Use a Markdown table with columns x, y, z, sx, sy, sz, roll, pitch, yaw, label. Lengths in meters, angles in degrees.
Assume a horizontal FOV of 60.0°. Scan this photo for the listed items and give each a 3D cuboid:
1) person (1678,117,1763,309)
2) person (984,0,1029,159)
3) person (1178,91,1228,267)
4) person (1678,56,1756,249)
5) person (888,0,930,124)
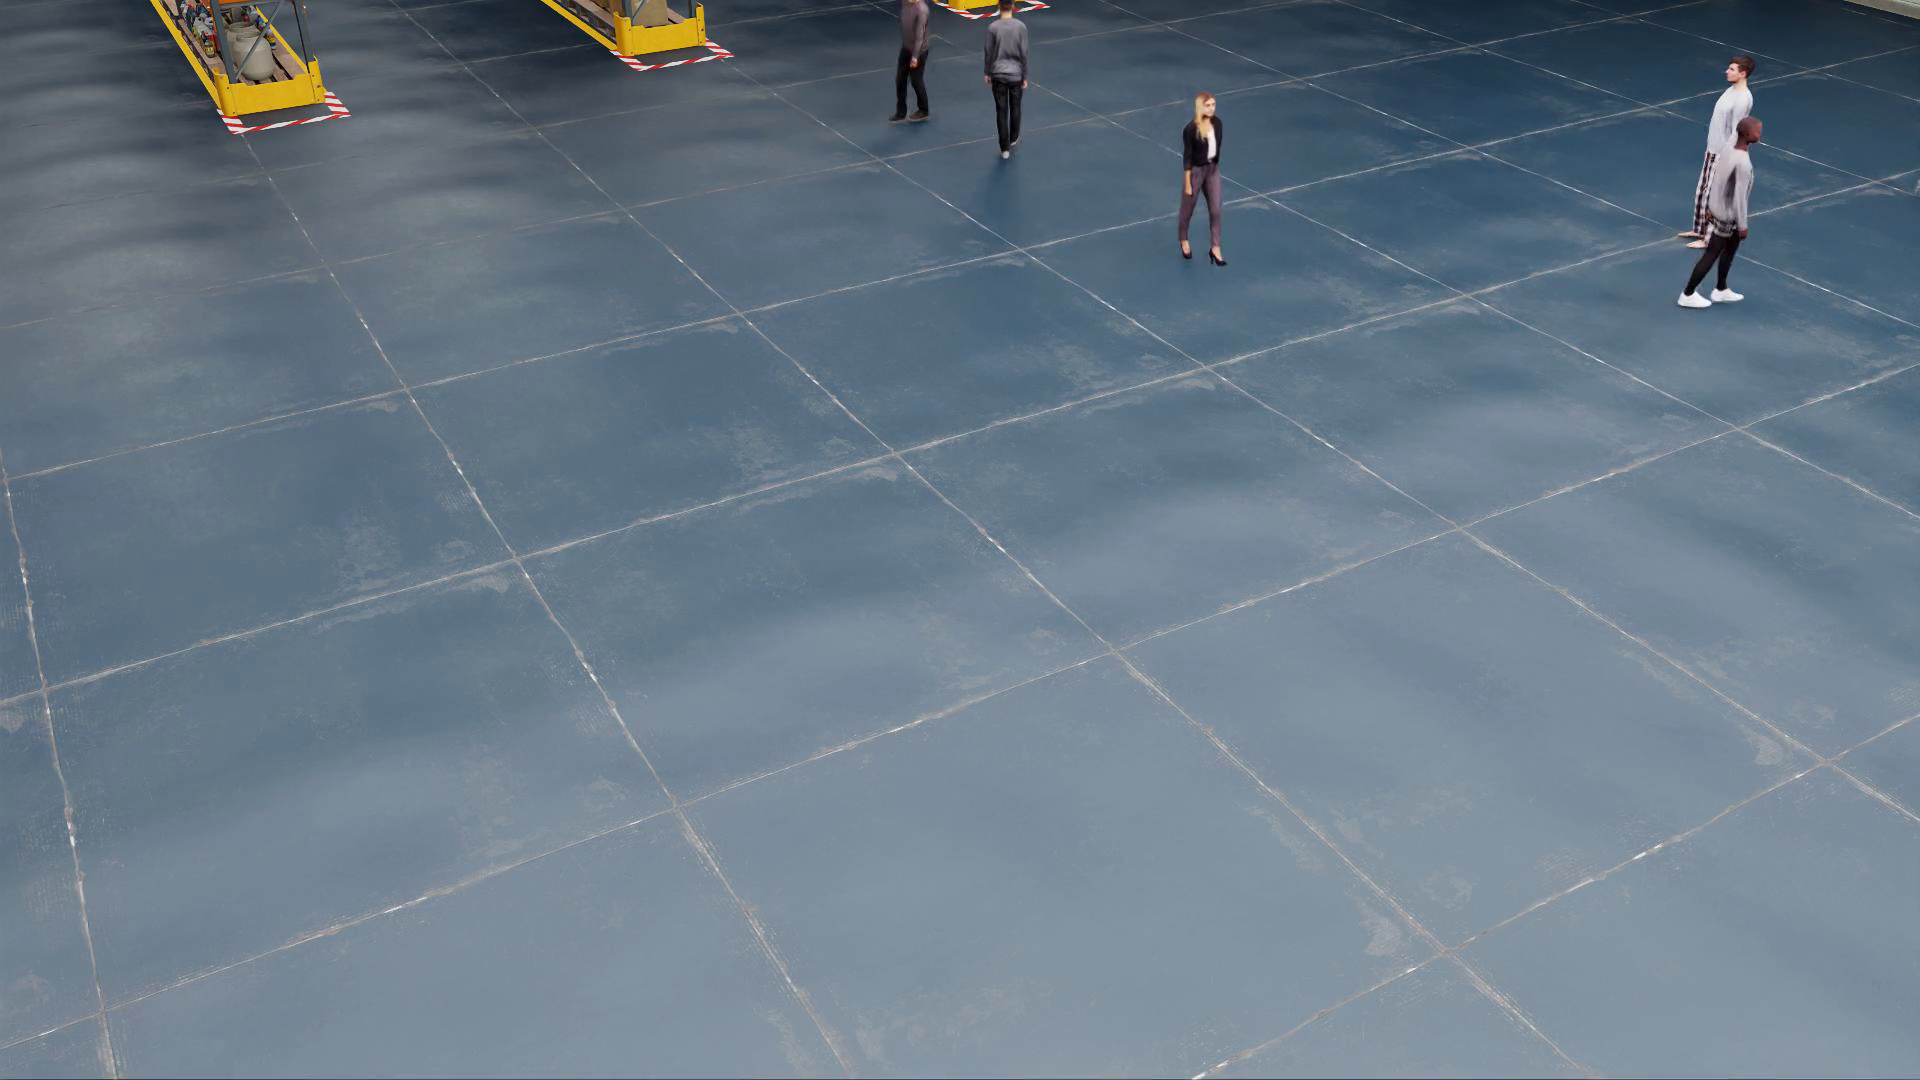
| x | y | z | sx | sy | sz | roll | pitch | yaw | label |
| --- | --- | --- | --- | --- | --- | --- | --- | --- | --- |
| 6.686 | -2.882 | 14.743 | 0.942 | 1.752 | 0.902 | 4 | 32 | 6 | person |
| 0.513 | -5.043 | 18.173 | 0.887 | 1.746 | 1.024 | 0 | 32 | 0 | person |
| 2.213 | -3.433 | 15.710 | 0.628 | 1.652 | 0.829 | -16 | 36 | -24 | person |
| 7.335 | -3.735 | 16.005 | 0.762 | 1.848 | 0.664 | 3 | 32 | 5 | person |
| -0.495 | -5.640 | 19.141 | 0.839 | 1.723 | 0.766 | 1 | 32 | 1 | person |
